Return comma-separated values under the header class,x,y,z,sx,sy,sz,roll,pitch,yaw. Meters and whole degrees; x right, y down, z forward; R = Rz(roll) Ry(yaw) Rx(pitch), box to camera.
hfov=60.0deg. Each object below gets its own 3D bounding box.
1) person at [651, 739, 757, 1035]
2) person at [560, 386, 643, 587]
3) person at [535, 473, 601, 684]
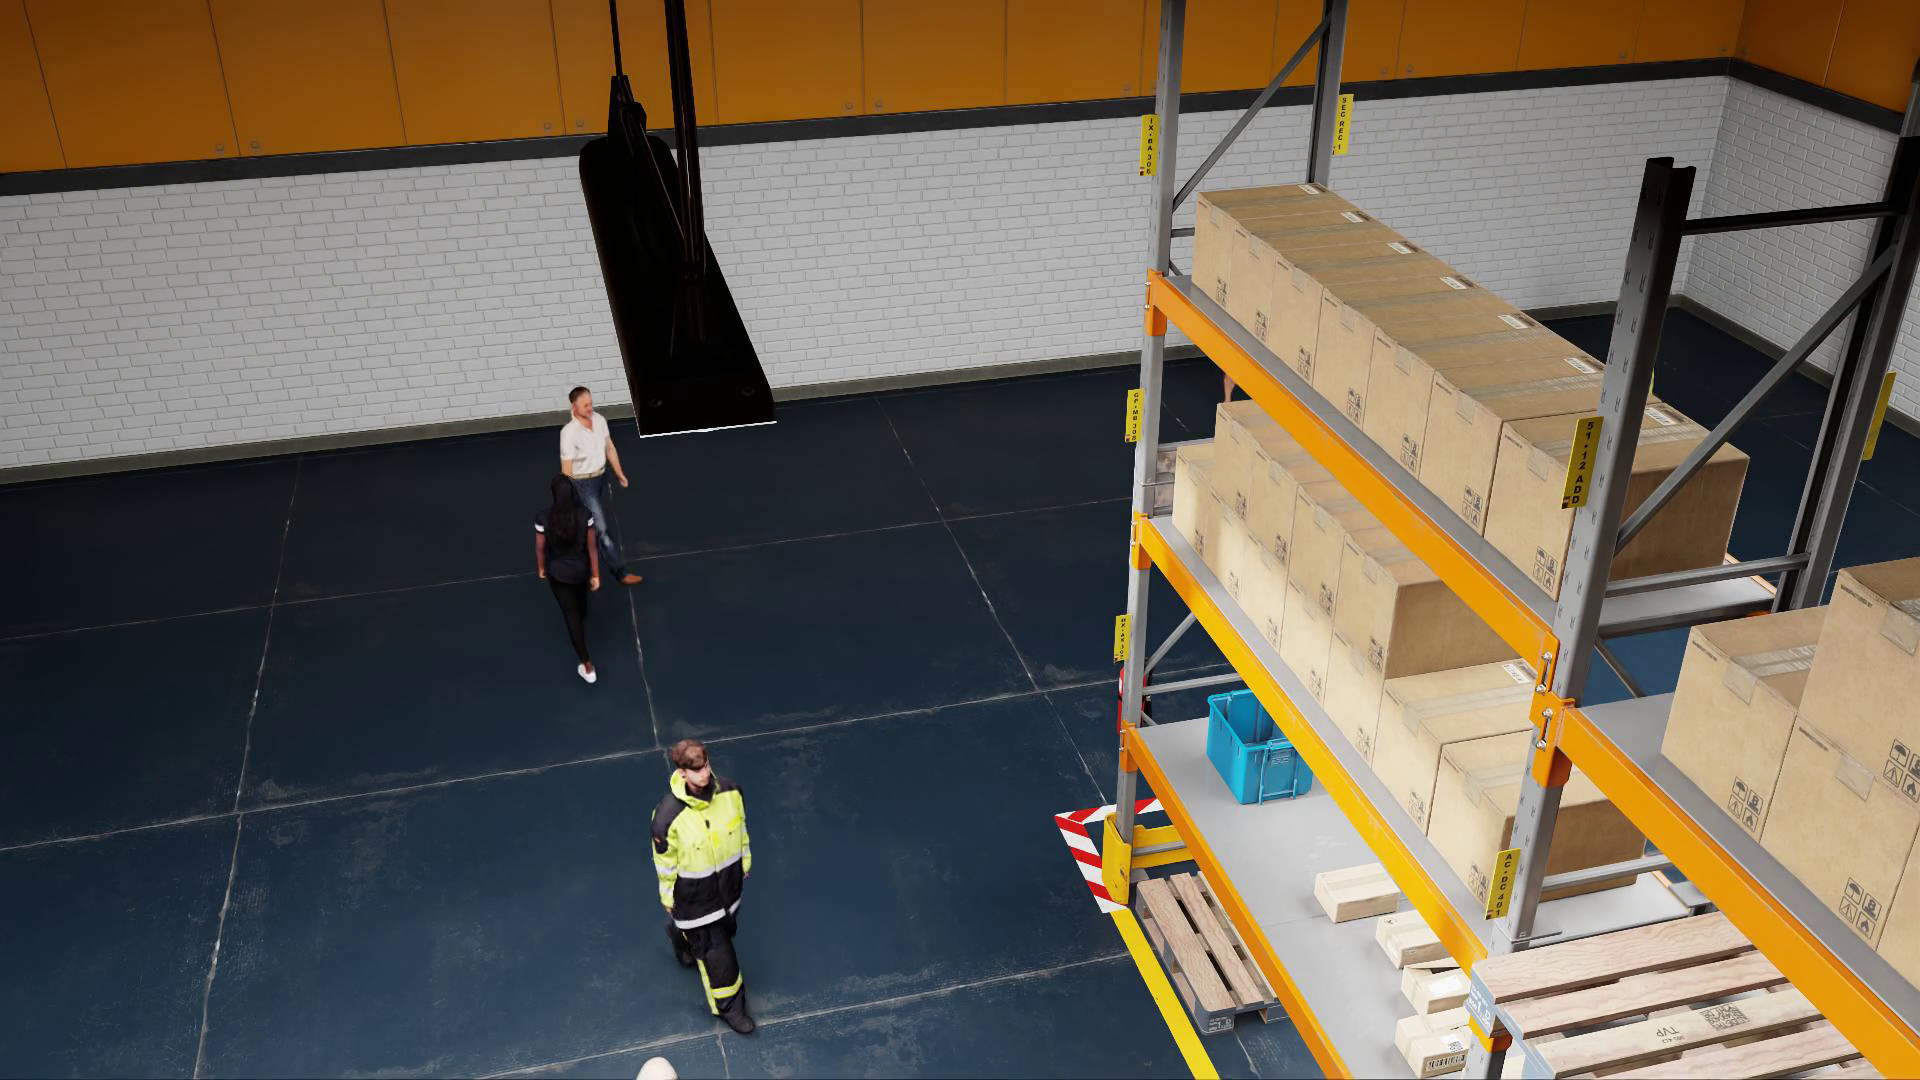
class,x,y,z,sx,sy,sz,roll,pitch,yaw
person,-1.543,1.951,9.794,1.292,1.960,1.140,24,37,37
person,-3.295,-0.507,14.467,1.244,1.801,1.180,16,32,26
person,-3.040,0.332,13.053,0.789,1.681,1.215,-14,32,-25
